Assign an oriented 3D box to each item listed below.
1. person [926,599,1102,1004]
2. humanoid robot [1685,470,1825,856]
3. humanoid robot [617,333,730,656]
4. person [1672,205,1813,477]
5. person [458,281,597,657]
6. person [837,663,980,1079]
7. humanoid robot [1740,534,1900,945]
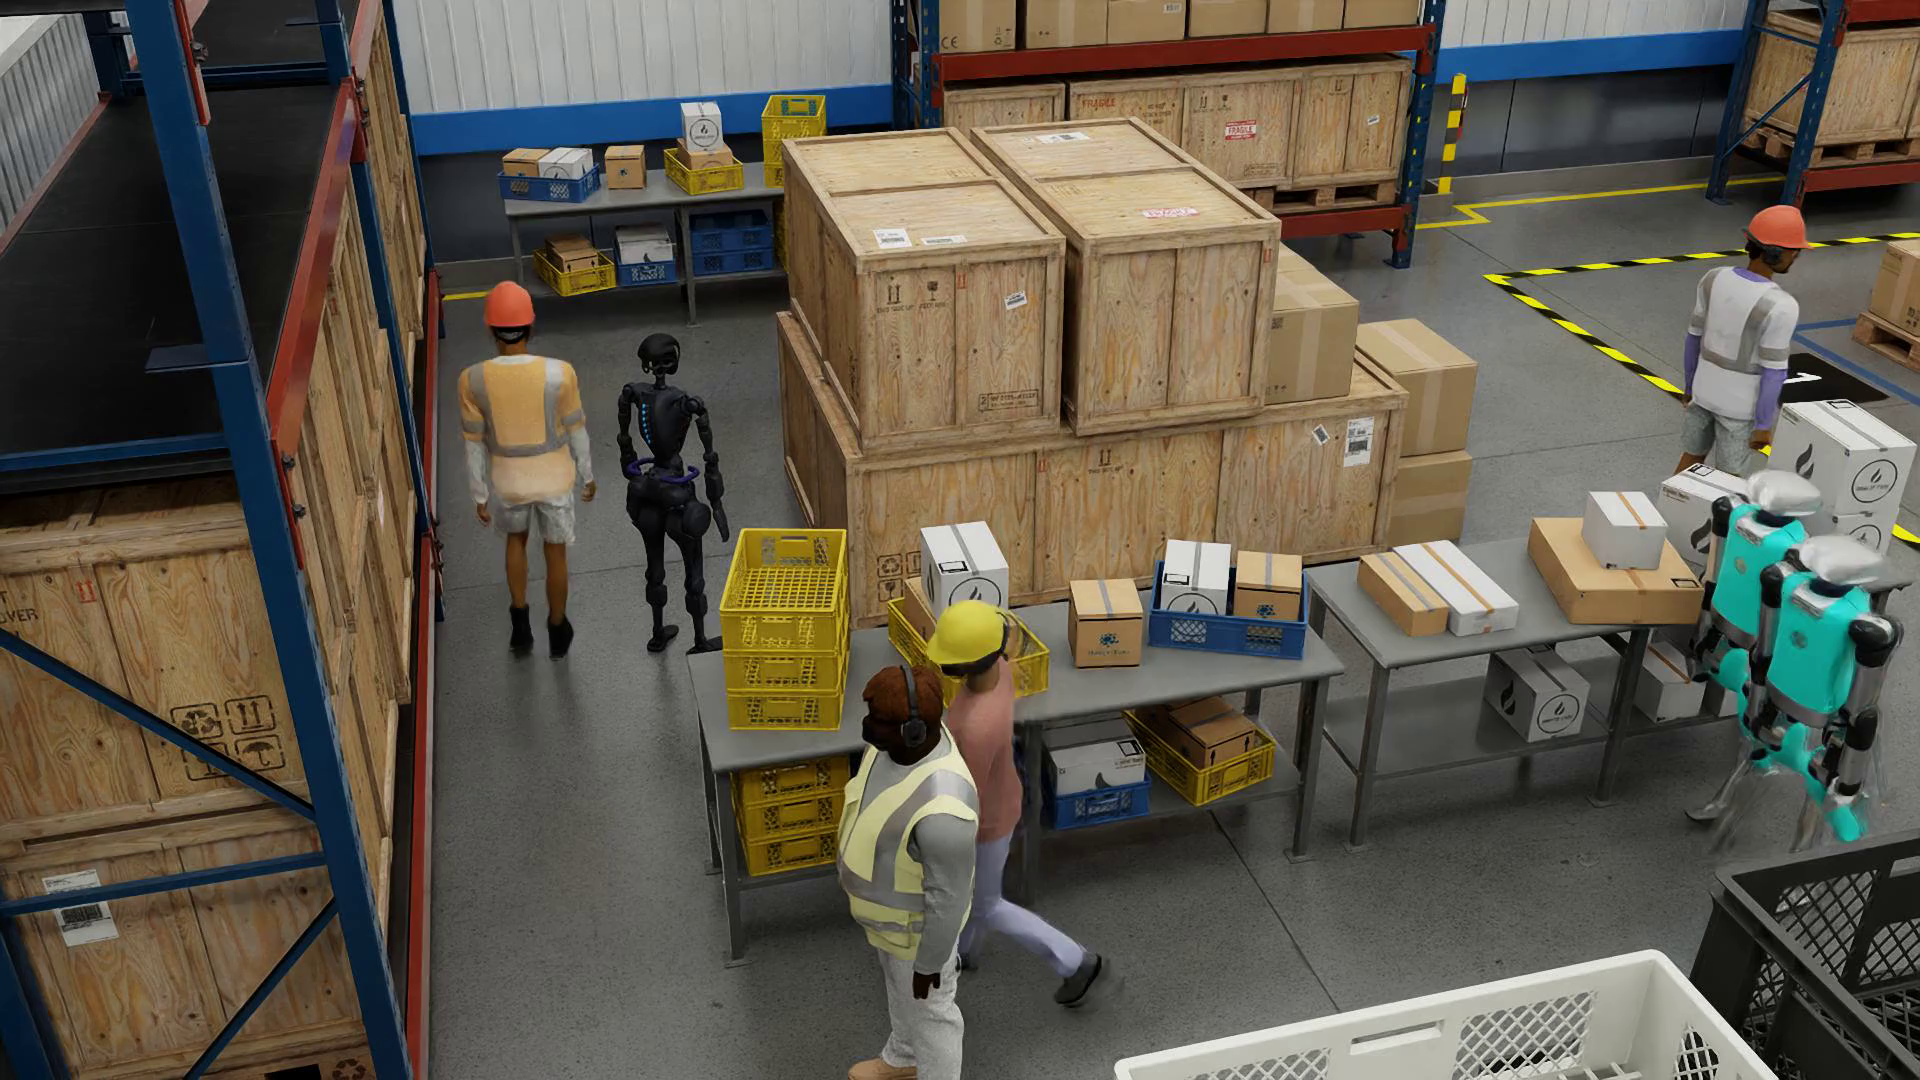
[{"bbox_3d":[0.145,0.947,5.865,0.700,1.740,0.534,2,29,4],"label":"person"},{"bbox_3d":[3.277,0.531,6.682,0.736,1.834,0.549,-9,30,-16],"label":"humanoid robot"},{"bbox_3d":[-1.402,-0.210,8.023,0.599,1.657,0.315,14,32,24],"label":"humanoid robot"},{"bbox_3d":[3.999,-0.738,8.622,0.391,2.040,0.607,-10,30,-18],"label":"person"},{"bbox_3d":[-2.041,-0.307,7.960,0.559,1.919,0.403,-2,29,-4],"label":"person"},{"bbox_3d":[-0.171,1.187,5.333,0.429,1.844,0.626,-9,30,-16],"label":"person"},{"bbox_3d":[3.276,0.770,6.244,0.728,1.831,0.530,-11,31,-20],"label":"humanoid robot"}]
